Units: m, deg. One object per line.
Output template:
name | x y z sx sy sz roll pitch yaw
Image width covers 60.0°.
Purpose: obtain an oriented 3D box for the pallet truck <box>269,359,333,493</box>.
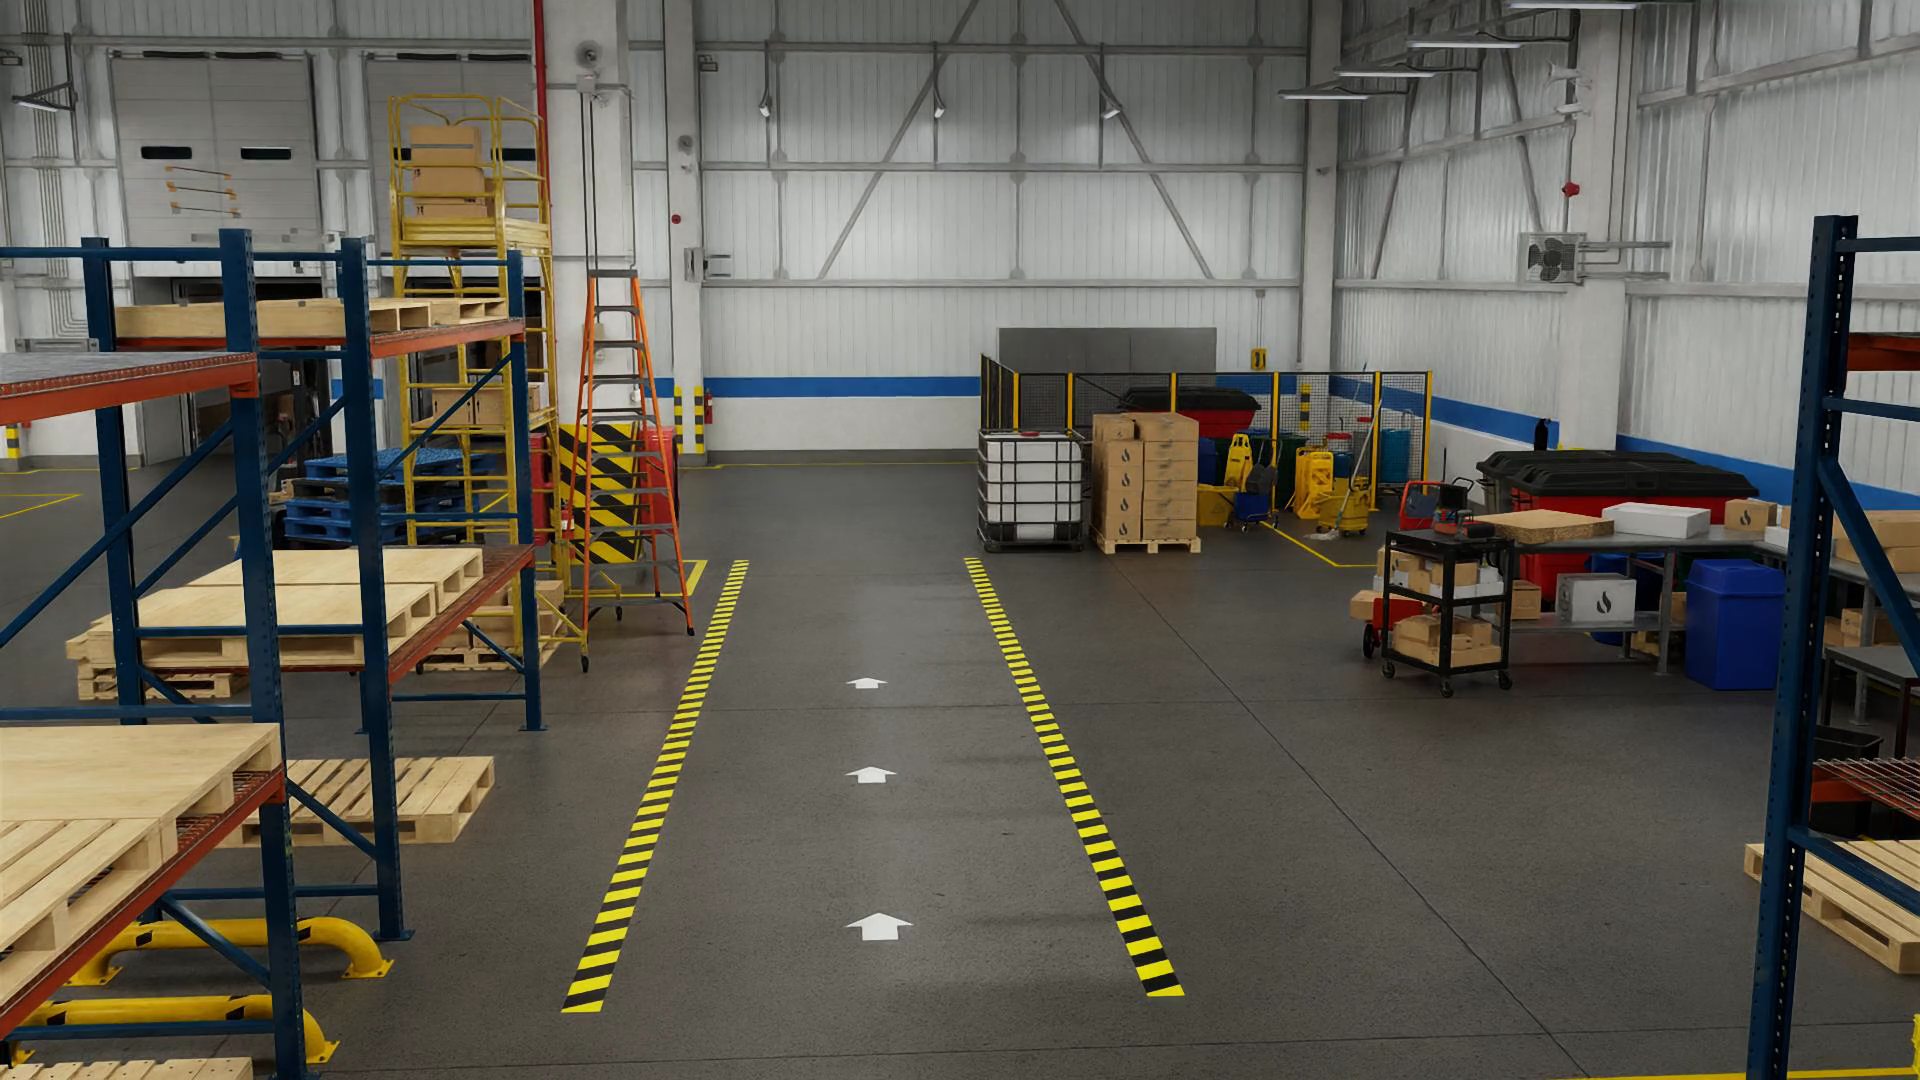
pallet truck | -7.062 -1.131 18.996 1.885 1.965 0.823 2 9 13
